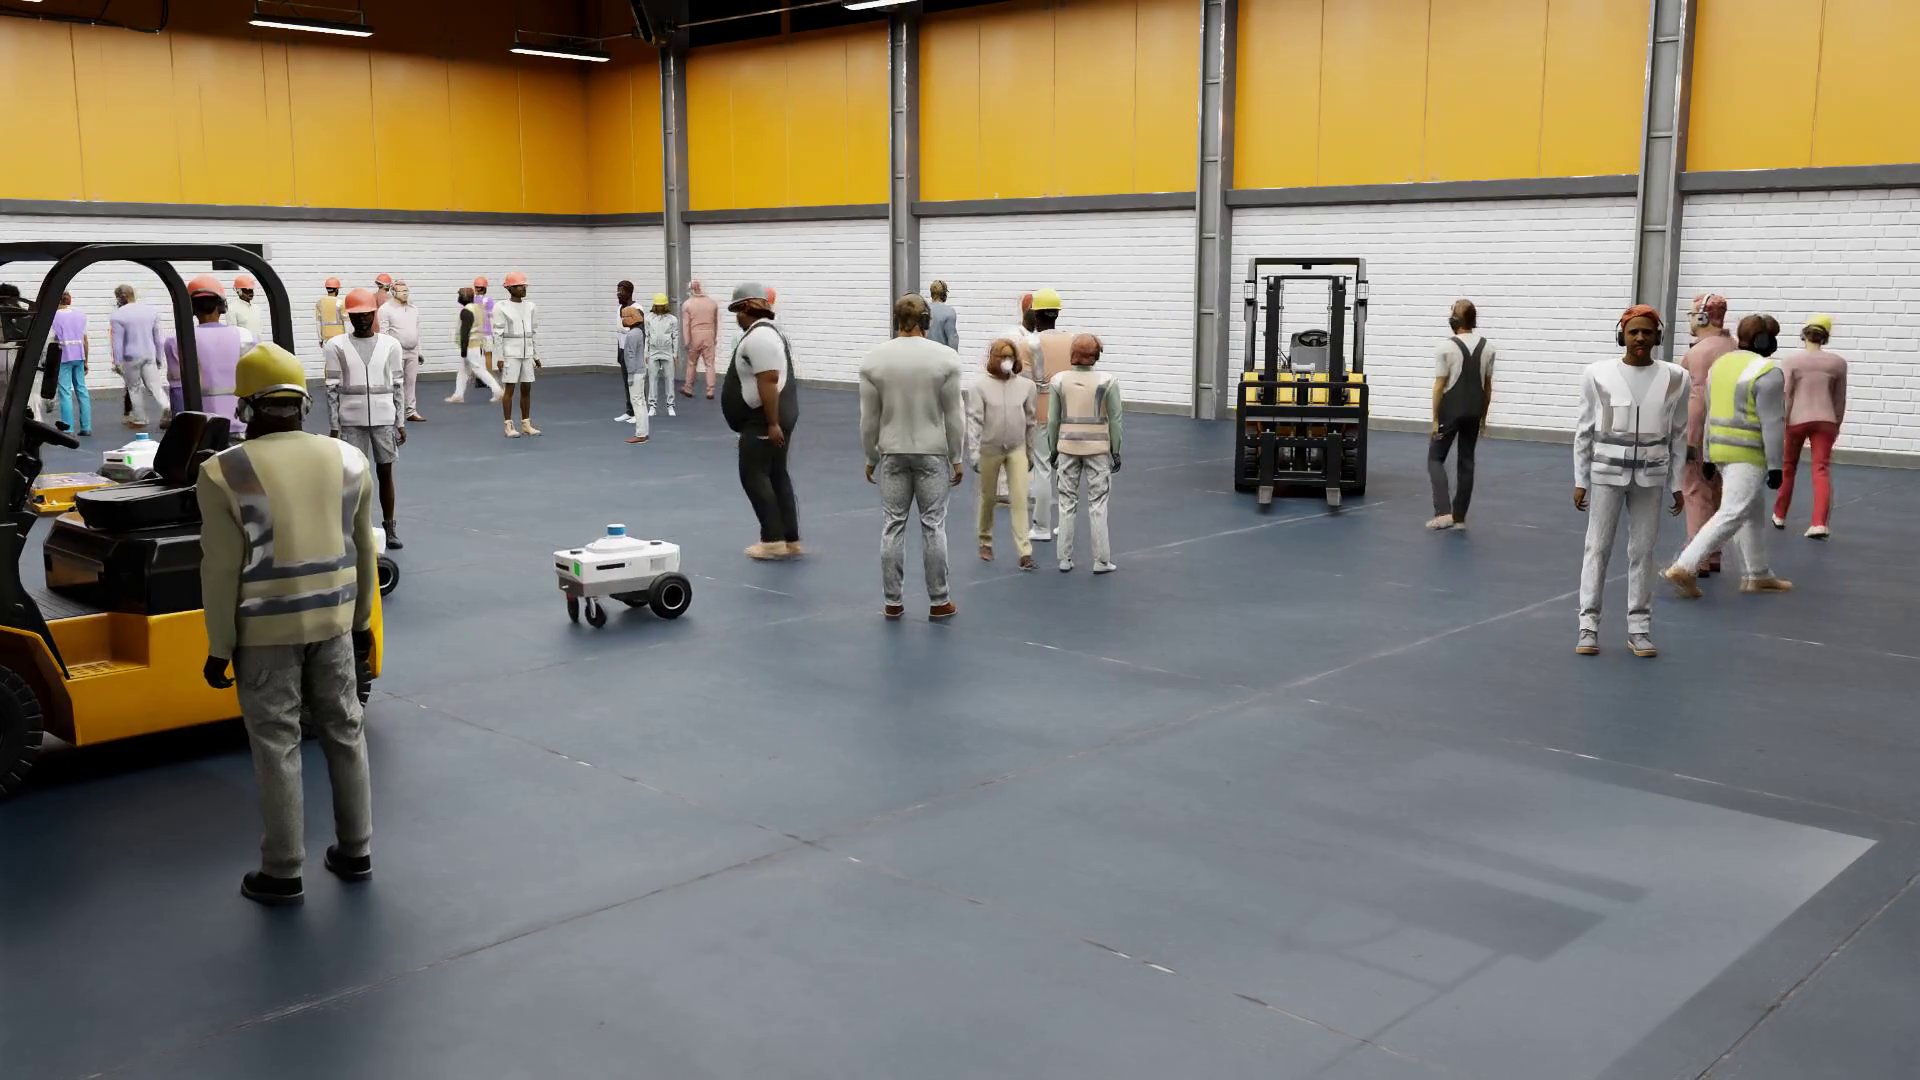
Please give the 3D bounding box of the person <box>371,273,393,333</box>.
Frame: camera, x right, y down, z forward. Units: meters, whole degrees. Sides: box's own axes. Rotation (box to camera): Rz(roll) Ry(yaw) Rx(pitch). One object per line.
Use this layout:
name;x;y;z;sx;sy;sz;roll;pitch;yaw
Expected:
person;-10.101;-3.683;29.234;0.623;1.992;0.396;5;11;30

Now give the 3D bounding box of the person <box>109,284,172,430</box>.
person;-10.410;-2.305;21.160;0.857;1.893;0.658;6;11;33

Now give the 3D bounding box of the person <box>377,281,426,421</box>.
person;-7.507;-2.529;22.430;0.410;1.909;0.642;6;11;32

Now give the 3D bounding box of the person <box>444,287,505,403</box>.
person;-7.503;-3.008;25.704;0.940;1.807;0.634;-1;9;-5

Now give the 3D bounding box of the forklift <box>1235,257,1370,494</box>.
forklift;3.309;-1.629;16.029;1.214;2.155;2.313;2;9;11

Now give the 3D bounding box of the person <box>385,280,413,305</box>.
person;-9.828;-3.610;29.171;0.533;1.869;0.311;-7;12;-38

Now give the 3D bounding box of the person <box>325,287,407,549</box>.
person;-4.357;-0.882;12.233;0.552;1.937;0.356;-4;10;-25

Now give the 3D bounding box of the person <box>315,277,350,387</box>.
person;-10.218;-3.320;27.188;0.552;1.935;0.373;1;9;4

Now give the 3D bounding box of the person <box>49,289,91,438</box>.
person;-10.945;-2.168;20.408;0.389;1.844;0.563;5;10;26

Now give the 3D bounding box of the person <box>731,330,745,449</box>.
person;-2.387;-1.860;19.162;0.500;1.632;0.286;0;9;0

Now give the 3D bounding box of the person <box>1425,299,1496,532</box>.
person;3.902;-0.957;13.006;0.518;1.841;0.420;-1;9;-8

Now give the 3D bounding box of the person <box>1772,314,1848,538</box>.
person;6.602;-0.889;12.951;0.548;1.717;0.890;2;9;10

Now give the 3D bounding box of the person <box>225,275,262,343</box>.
person;-9.112;-2.387;21.290;0.380;1.994;0.618;2;9;12

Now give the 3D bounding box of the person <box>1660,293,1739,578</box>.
person;4.995;-0.702;11.230;0.404;1.906;0.651;8;12;41

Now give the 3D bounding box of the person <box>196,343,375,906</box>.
person;-2.208;0.274;5.468;0.403;1.832;0.594;8;12;39

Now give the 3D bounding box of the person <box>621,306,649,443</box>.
person;-3.883;-1.968;19.850;0.281;1.626;0.502;0;9;-1

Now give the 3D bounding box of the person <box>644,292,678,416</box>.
person;-4.211;-2.611;23.441;0.486;1.742;0.302;-1;9;-8

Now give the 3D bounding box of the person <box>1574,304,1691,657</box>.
person;3.582;-0.312;8.909;0.572;1.883;0.356;2;9;11

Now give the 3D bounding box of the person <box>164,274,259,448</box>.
person;-5.003;-0.758;11.186;0.609;2.034;0.404;-8;12;-41

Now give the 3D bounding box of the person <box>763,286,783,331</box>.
person;-2.273;-1.941;18.933;0.374;1.893;0.695;-7;12;-37

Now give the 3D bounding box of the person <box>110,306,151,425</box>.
person;-10.896;-2.349;22.020;0.592;1.680;0.539;1;9;7

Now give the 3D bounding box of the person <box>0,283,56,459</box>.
person;-8.528;-1.324;14.931;0.623;1.943;0.731;-1;9;-8

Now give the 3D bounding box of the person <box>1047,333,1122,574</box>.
person;0.847;-0.583;11.322;0.523;1.636;0.311;3;10;20

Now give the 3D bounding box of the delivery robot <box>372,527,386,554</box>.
delivery robot;-3.977;0.059;10.409;0.477;0.478;0.707;7;12;39

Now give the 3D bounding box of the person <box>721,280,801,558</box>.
person;-1.426;-0.895;12.000;0.571;2.000;0.710;1;9;5

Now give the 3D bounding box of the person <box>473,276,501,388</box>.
person;-8.299;-3.610;28.950;0.543;1.942;0.349;3;10;19

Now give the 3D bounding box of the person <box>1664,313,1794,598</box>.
person;4.884;-0.525;10.462;0.918;1.808;0.638;-1;9;-6

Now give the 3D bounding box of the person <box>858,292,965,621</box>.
person;-0.277;-0.479;9.782;0.627;1.934;0.370;1;9;9

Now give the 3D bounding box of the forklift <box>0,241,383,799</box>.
forklift;-3.706;-0.171;7.093;1.214;2.155;2.313;9;13;43

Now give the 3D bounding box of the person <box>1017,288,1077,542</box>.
person;0.665;-0.948;12.672;0.589;1.927;0.386;-6;11;-32

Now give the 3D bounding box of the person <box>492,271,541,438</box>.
person;-5.436;-2.282;20.487;0.366;2.046;0.614;8;12;40

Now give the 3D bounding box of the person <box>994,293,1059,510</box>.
person;0.609;-1.176;14.273;0.806;1.850;0.617;2;10;15

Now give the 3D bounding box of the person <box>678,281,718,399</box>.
person;-4.182;-3.190;26.610;0.666;1.859;0.923;-5;10;-28

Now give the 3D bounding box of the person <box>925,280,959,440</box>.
person;-0.263;-2.179;20.184;0.627;1.940;0.373;7;12;38

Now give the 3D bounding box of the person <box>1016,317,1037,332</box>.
person;1.053;-2.680;24.206;0.504;1.619;0.443;-7;12;-39

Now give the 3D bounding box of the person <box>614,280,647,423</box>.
person;-4.442;-2.543;22.479;0.371;1.916;0.597;-8;12;-39

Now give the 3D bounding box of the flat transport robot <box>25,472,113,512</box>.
flat transport robot;-7.852;-0.432;14.571;0.652;0.197;1.431;-7;12;-38

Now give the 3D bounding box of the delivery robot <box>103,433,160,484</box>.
delivery robot;-7.514;-0.742;15.316;0.477;0.478;0.707;3;10;17

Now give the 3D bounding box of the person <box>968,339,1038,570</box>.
person;0.302;-0.600;11.570;0.506;1.590;0.826;-2;9;-10

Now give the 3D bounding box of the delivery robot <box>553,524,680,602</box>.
delivery robot;-2.031;0.150;9.849;0.707;0.478;0.477;-7;12;-37
